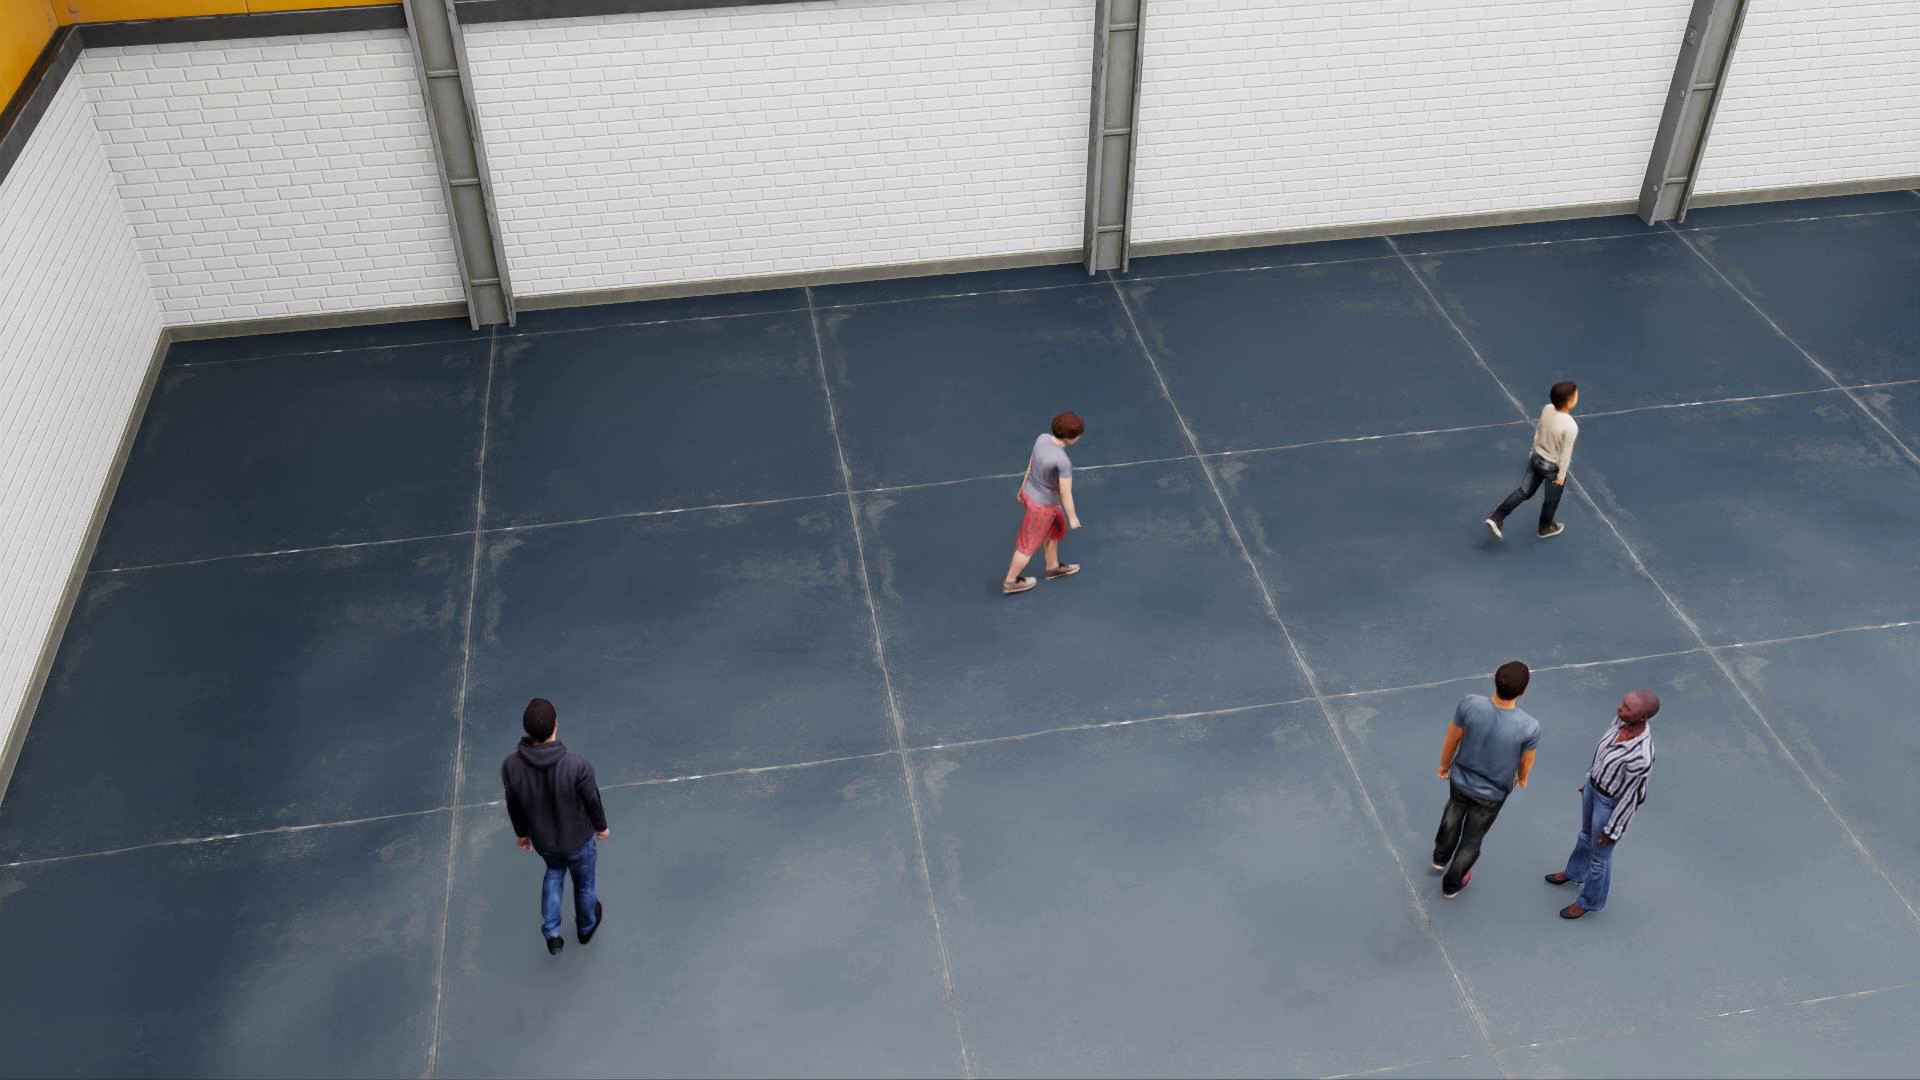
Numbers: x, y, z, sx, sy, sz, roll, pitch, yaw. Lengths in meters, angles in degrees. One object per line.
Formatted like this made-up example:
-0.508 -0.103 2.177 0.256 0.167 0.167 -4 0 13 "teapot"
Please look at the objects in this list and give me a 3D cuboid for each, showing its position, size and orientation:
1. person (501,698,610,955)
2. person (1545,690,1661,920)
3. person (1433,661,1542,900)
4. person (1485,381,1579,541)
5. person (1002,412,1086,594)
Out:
-2.318 1.754 9.556 0.819 1.872 0.855 4 39 5 "person"
3.846 1.554 9.868 0.585 1.795 0.664 0 39 0 "person"
3.083 1.490 9.949 0.796 1.794 0.851 26 45 29 "person"
4.468 -0.573 12.812 0.987 1.445 0.694 -15 41 -18 "person"
0.538 -0.252 12.284 0.917 1.603 0.696 -17 42 -20 "person"
